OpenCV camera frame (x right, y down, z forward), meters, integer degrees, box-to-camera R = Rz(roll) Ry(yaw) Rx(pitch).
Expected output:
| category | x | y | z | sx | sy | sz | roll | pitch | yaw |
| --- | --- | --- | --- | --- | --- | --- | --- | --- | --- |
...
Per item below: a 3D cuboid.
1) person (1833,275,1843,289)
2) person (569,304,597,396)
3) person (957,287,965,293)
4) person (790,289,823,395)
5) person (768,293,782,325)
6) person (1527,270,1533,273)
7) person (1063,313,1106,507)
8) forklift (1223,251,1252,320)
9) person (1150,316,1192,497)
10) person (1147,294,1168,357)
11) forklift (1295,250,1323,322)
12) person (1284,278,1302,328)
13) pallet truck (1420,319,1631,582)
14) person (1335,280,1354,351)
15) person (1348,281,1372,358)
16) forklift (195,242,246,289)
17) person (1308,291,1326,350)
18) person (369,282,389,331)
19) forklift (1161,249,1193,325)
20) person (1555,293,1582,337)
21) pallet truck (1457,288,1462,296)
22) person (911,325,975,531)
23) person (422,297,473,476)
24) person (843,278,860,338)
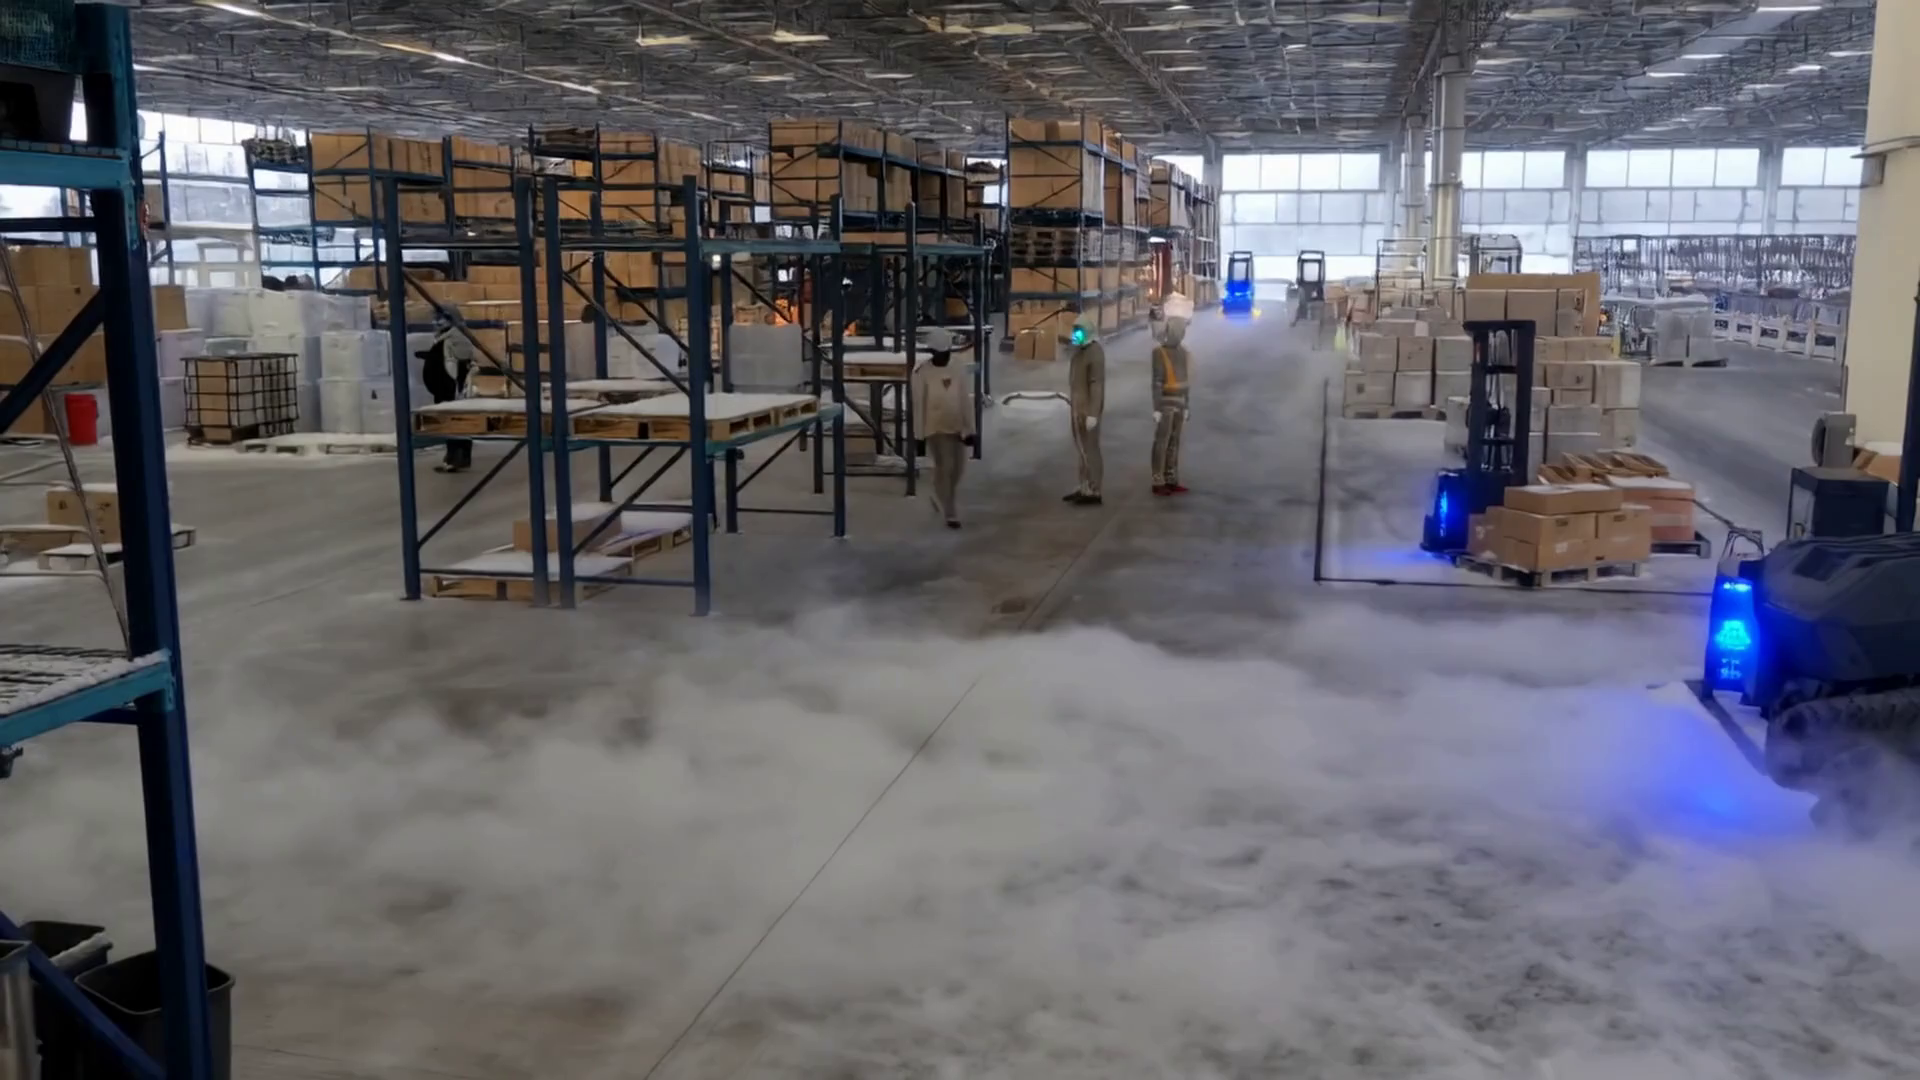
| category | x | y | z | sx | sy | sz | roll | pitch | yaw |
| --- | --- | --- | --- | --- | --- | --- | --- | --- | --- |
| person | 42.852 | -12.093 | 81.029 | 0.605 | 1.823 | 0.524 | 1 | 10 | 7 |
| person | -4.924 | -2.172 | 21.980 | 0.699 | 1.899 | 0.694 | 7 | 12 | 34 |
| person | -0.017 | -8.722 | 60.924 | 0.636 | 1.842 | 0.429 | 4 | 11 | 24 |
| person | -2.796 | -3.623 | 30.439 | 0.636 | 1.939 | 0.362 | 5 | 11 | 29 |
| person | -4.385 | -5.145 | 40.231 | 0.692 | 1.674 | 0.538 | -1 | 10 | -4 |
| person | 27.445 | -12.001 | 79.947 | 0.777 | 1.964 | 0.639 | 0 | 10 | 3 |
| person | 1.269 | -1.302 | 16.705 | 0.353 | 1.936 | 0.633 | -2 | 10 | -13 |
| forklift | 11.386 | -10.429 | 67.962 | 1.129 | 2.768 | 1.873 | 2 | 10 | 12 |
| person | 2.223 | -1.405 | 17.461 | 0.355 | 1.887 | 0.573 | 9 | 13 | 43 |
| person | 4.789 | -5.217 | 40.823 | 0.541 | 1.606 | 0.758 | -6 | 11 | -31 |
| forklift | 13.778 | -10.002 | 65.433 | 1.129 | 2.768 | 1.873 | 2 | 10 | 12 |
| person | 11.947 | -8.502 | 59.703 | 0.607 | 1.814 | 0.598 | 0 | 10 | 2 |
| pallet truck | 4.543 | -0.757 | 13.299 | 0.823 | 1.965 | 1.885 | -4 | 10 | -22 |
| person | 10.437 | -6.092 | 45.152 | 0.549 | 1.917 | 0.733 | 0 | 10 | 0 |
| person | 10.011 | -5.511 | 41.646 | 0.595 | 1.927 | 0.449 | 2 | 10 | 10 |
| forklift | -15.769 | -4.973 | 35.657 | 1.129 | 2.768 | 1.873 | -6 | 11 | -31 |
| person | 9.689 | -5.948 | 45.156 | 0.503 | 1.620 | 0.463 | -2 | 10 | -9 |
| person | -14.560 | -5.537 | 41.872 | 0.587 | 1.911 | 0.397 | -5 | 11 | -28 |
| forklift | 7.646 | -9.320 | 61.395 | 1.873 | 2.768 | 1.129 | 2 | 10 | 11 |
| person | 11.316 | -3.664 | 30.926 | 0.375 | 1.851 | 0.563 | -9 | 13 | -42 |
| pallet truck | 20.506 | -9.785 | 68.819 | 0.653 | 1.274 | 1.630 | 2 | 10 | 12 |
| person | -0.176 | -1.031 | 15.264 | 0.639 | 1.888 | 0.636 | -4 | 11 | -25 |
| person | -5.895 | -1.761 | 19.119 | 0.539 | 2.000 | 0.688 | -7 | 12 | -35 |
| person | -2.816 | -5.531 | 41.576 | 0.612 | 1.995 | 0.382 | -3 | 10 | -16 |
